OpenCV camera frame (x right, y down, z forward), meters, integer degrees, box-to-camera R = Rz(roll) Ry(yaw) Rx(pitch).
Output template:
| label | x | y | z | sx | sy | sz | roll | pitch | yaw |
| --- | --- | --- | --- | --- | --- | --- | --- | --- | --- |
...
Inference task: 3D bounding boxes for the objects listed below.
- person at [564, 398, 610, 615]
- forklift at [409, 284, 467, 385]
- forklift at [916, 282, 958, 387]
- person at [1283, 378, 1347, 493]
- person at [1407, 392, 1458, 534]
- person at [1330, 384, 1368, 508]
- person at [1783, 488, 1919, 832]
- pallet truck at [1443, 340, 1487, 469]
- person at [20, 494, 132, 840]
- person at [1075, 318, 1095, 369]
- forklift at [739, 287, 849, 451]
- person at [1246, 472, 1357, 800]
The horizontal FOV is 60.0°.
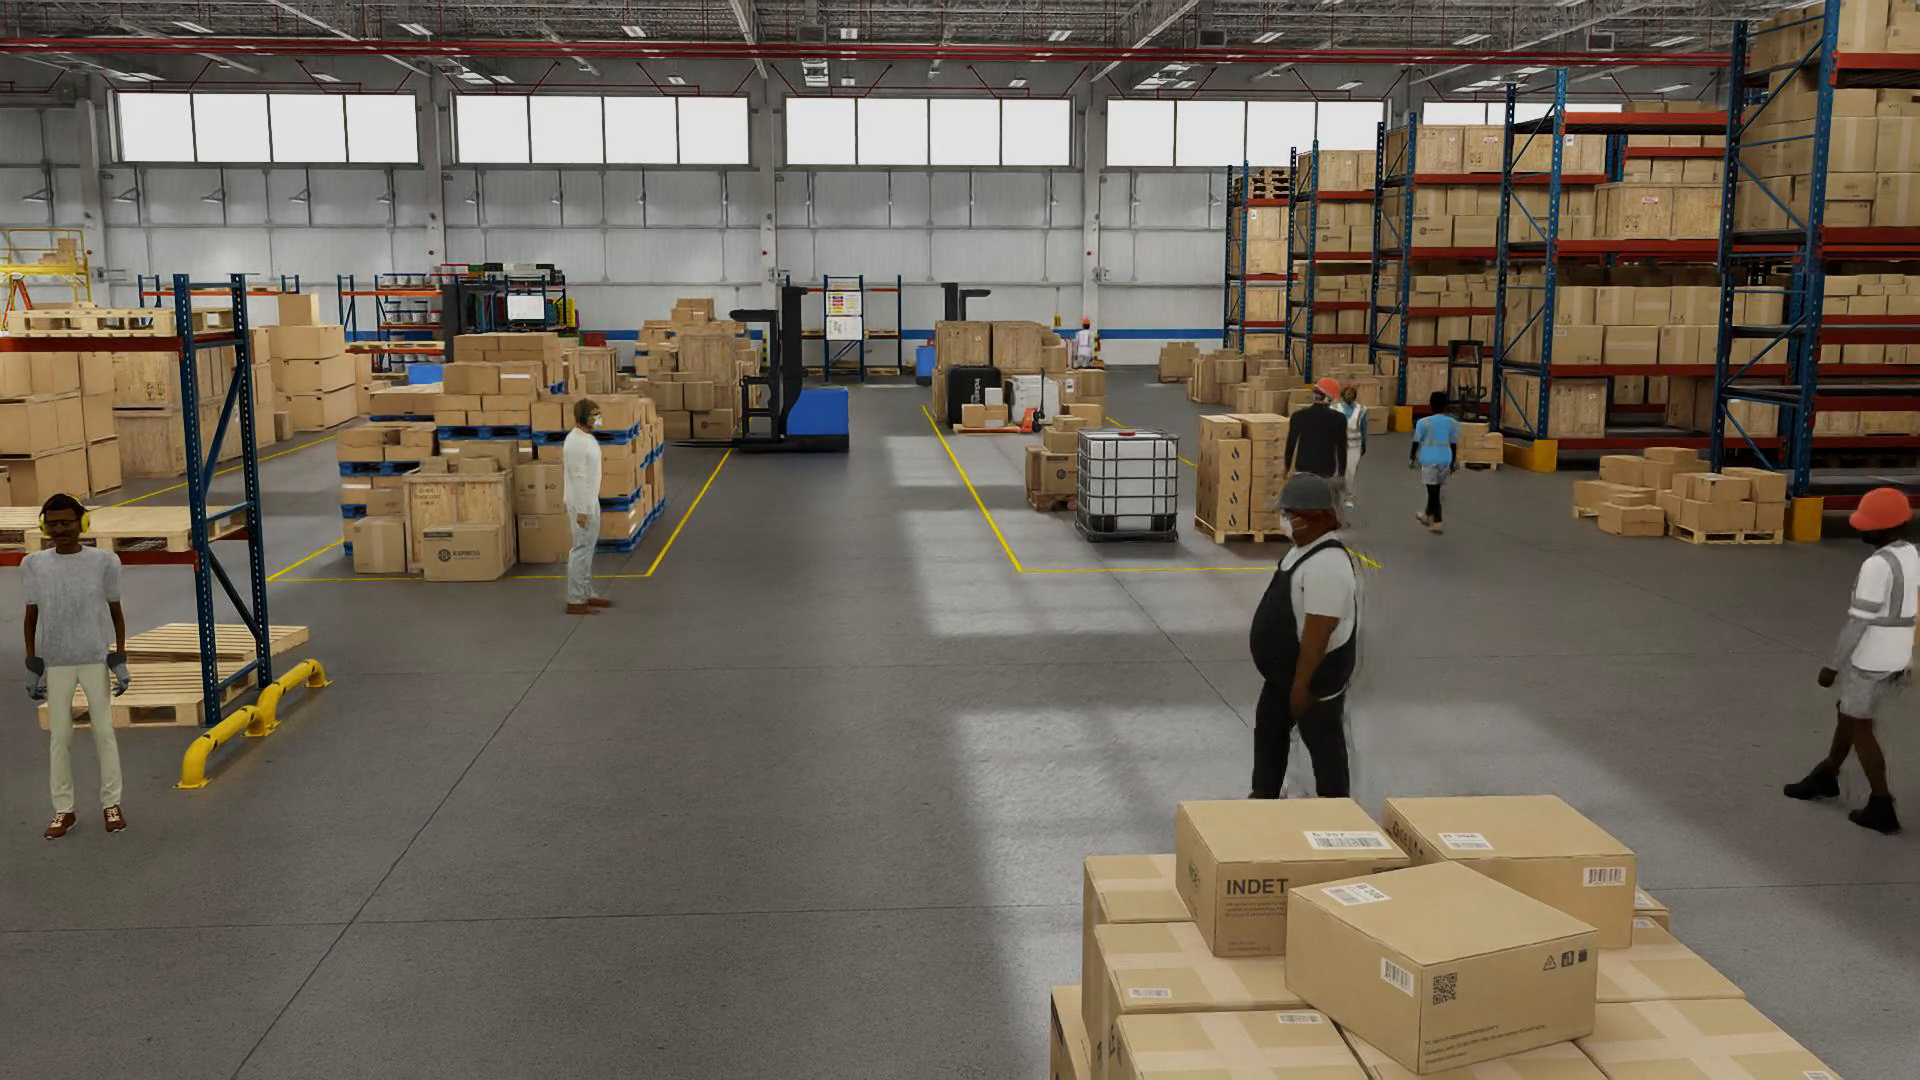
| label | x | y | z | sx | sy | sz | roll | pitch | yaw |
| --- | --- | --- | --- | --- | --- | --- | --- | --- | --- |
| person | -3.362 | -0.306 | 14.902 | 0.356 | 1.936 | 0.635 | 0 | 9 | -3 |
| forklift | -11.056 | -4.207 | 36.443 | 1.873 | 2.768 | 1.129 | -1 | 9 | -4 |
| forklift | -0.255 | -5.566 | 44.982 | 1.873 | 2.768 | 1.129 | -1 | 9 | -4 |
| person | 3.737 | -0.733 | 17.534 | 0.638 | 1.940 | 0.908 | 2 | 9 | 11 |
| person | 5.597 | -0.932 | 19.716 | 0.534 | 1.644 | 0.872 | -2 | 9 | -14 |
| person | 5.104 | -1.264 | 21.951 | 0.521 | 1.600 | 0.820 | 2 | 9 | 12 |
| person | 4.961 | 0.633 | 9.195 | 0.624 | 1.881 | 0.694 | -8 | 12 | -43 |
| pallet truck | 8.004 | -2.170 | 26.422 | 0.823 | 1.965 | 1.885 | 2 | 9 | 14 |
| person | -4.766 | 0.672 | 8.975 | 0.518 | 1.872 | 0.326 | -3 | 10 | -21 |
| person | 3.299 | -4.980 | 44.398 | 0.553 | 1.909 | 0.919 | 5 | 10 | 27 |
| forklift | -2.857 | -2.959 | 28.607 | 1.873 | 2.768 | 1.129 | -1 | 9 | -4 |
| person | 1.670 | 0.639 | 8.644 | 0.804 | 2.000 | 0.704 | 0 | 9 | 1 |
